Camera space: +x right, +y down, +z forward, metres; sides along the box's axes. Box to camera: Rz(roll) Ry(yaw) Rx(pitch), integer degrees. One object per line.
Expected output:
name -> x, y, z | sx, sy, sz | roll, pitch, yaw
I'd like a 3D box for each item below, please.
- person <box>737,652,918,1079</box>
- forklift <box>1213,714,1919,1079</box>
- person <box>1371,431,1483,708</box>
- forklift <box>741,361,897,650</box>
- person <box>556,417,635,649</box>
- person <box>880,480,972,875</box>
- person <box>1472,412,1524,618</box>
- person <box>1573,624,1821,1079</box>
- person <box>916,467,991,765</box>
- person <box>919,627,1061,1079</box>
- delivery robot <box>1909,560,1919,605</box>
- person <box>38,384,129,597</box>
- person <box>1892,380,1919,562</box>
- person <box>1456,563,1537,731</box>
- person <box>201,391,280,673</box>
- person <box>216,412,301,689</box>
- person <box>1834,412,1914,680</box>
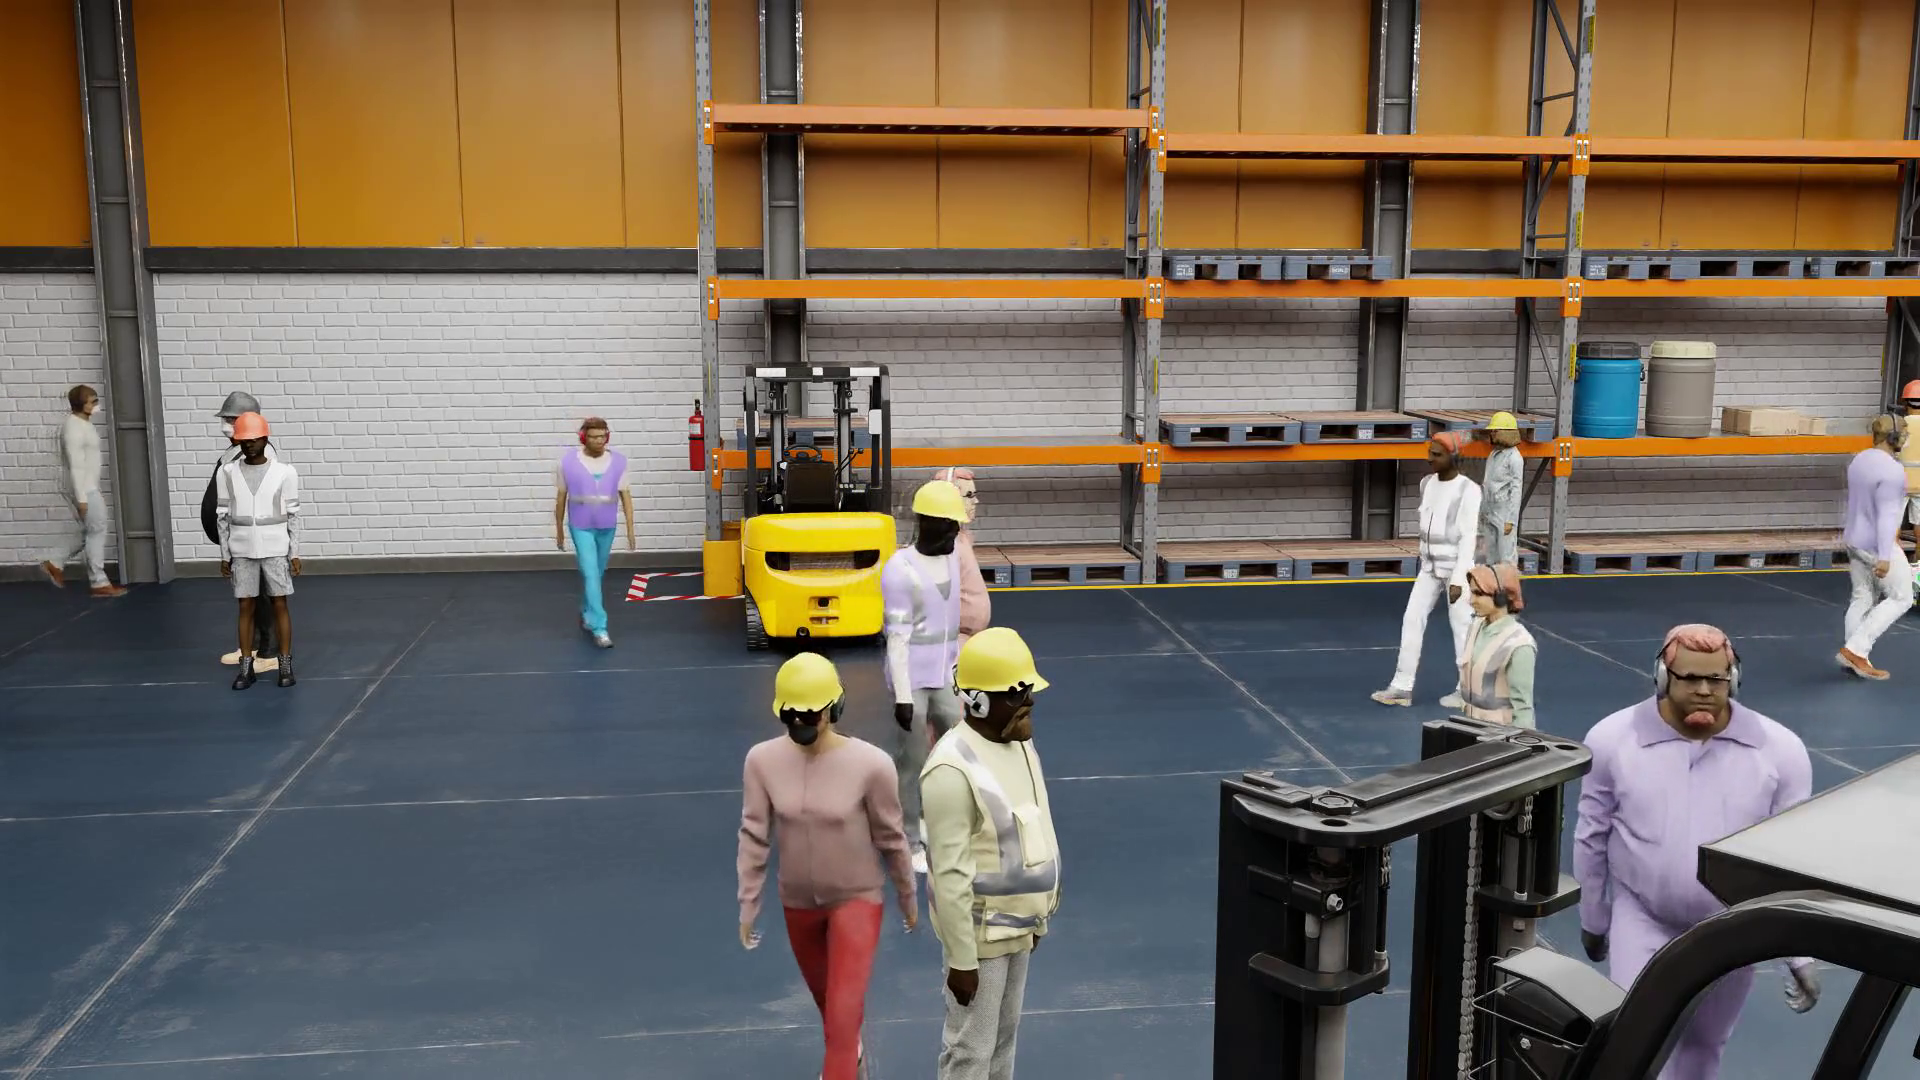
person -> -0.430, 1.170, 5.489 | 0.557, 1.703, 0.928 | 3, 10, 17
forklift -> 1.441, 1.425, 2.350 | 1.214, 2.155, 2.313 | -7, 12, -39
person -> 3.111, 0.213, 10.971 | 0.859, 1.847, 0.629 | -4, 10, -23
forklift -> -1.154, -0.340, 13.365 | 1.214, 2.155, 2.313 | -1, 9, -7
person -> -2.899, -0.097, 13.152 | 0.580, 1.784, 1.035 | -5, 10, -29
person -> -0.163, 0.663, 8.003 | 0.423, 1.904, 0.642 | 7, 12, 38
person -> 4.507, -0.202, 13.911 | 0.295, 1.744, 0.485 | -2, 9, -11
person -> 2.185, 1.174, 4.975 | 0.663, 1.857, 1.011 | 3, 9, 16
person -> -0.040, 0.569, 8.585 | 0.401, 1.907, 0.646 | 0, 9, -1
person -> 0.107, 1.166, 5.088 | 0.404, 1.833, 0.587 | 4, 10, 22
delivery robot -> 8.300, 0.312, 14.105 | 0.707, 0.478, 0.477 | -2, 9, -13
person -> -7.827, -0.425, 14.759 | 0.620, 1.917, 0.640 | -4, 10, -23
person -> 8.567, -0.476, 15.024 | 0.552, 1.932, 0.377 | 3, 10, 17
person -> 2.359, 0.908, 7.331 | 0.363, 1.625, 0.594 | -1, 9, -9
person -> -5.215, -0.059, 12.090 | 0.538, 2.000, 0.687 | -8, 12, -40
person -> -4.873, 0.074, 11.578 | 0.543, 1.939, 0.360 | -2, 9, -14
person -> 6.468, 0.058, 11.717 | 0.434, 1.922, 0.647 | 1, 9, 3
